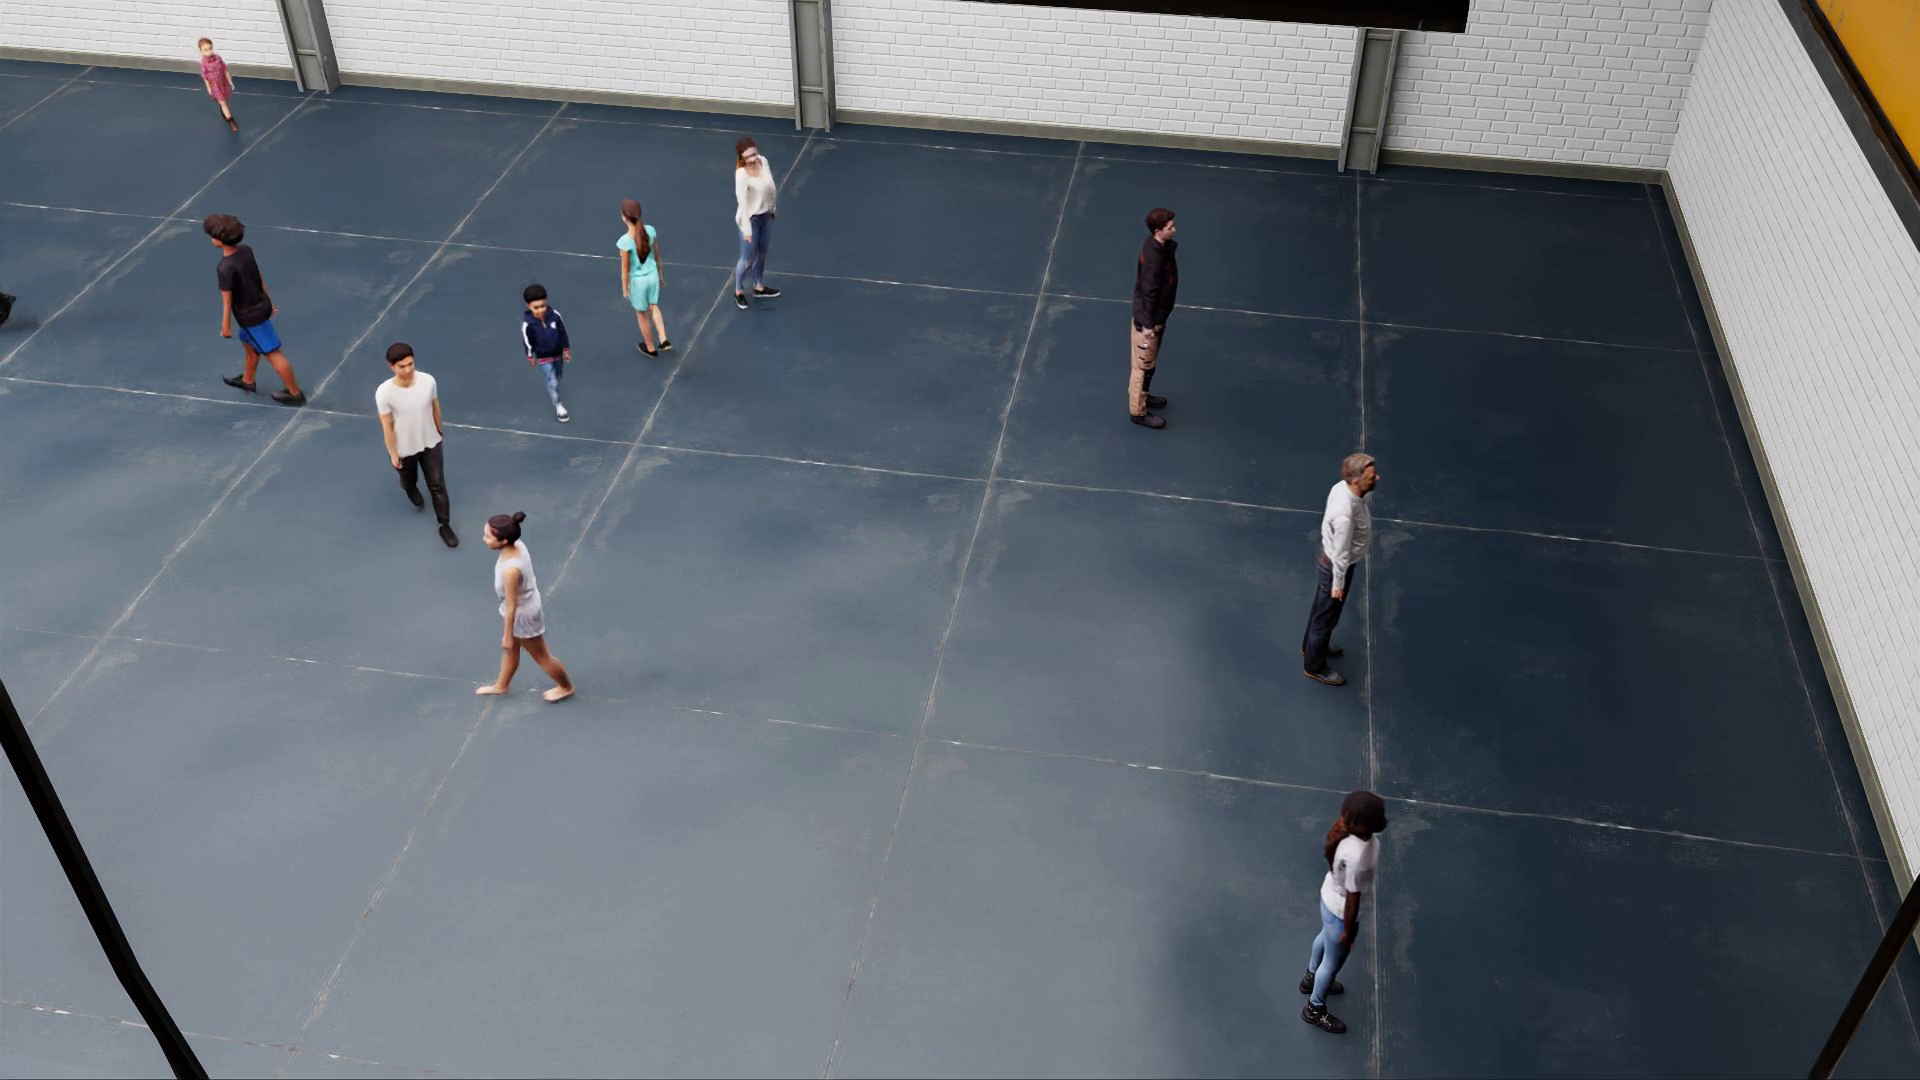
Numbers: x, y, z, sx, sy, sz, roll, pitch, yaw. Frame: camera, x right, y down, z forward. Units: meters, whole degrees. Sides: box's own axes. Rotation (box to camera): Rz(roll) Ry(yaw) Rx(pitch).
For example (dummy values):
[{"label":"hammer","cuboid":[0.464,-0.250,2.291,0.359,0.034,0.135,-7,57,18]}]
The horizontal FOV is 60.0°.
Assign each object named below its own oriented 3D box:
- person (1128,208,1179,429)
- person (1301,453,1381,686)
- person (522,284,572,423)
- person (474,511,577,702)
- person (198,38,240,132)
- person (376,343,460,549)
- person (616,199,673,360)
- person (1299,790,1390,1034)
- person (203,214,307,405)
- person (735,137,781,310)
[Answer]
[{"label":"person","cuboid":[1.574,-1.852,13.672,0.584,1.925,0.685,8,39,9]},{"label":"person","cuboid":[2.554,0.157,11.241,0.550,1.819,0.640,8,39,9]},{"label":"person","cuboid":[-3.463,-1.623,13.963,0.811,1.203,0.853,-21,43,-24]},{"label":"person","cuboid":[-2.839,0.471,11.031,0.995,1.591,0.811,-9,39,-11]},{"label":"person","cuboid":[-8.239,-5.096,18.464,0.685,1.014,0.781,-29,47,-31]},{"label":"person","cuboid":[-4.127,-0.776,12.507,1.058,1.697,1.082,-21,43,-24]},{"label":"person","cuboid":[-2.715,-2.235,14.447,0.724,1.556,0.790,-31,48,-33]},{"label":"person","cuboid":[2.083,1.985,9.033,0.509,1.719,0.576,8,39,9]},{"label":"person","cuboid":[-5.796,-1.879,13.828,0.984,1.772,0.679,4,39,5]},{"label":"person","cuboid":[-1.852,-2.938,15.232,0.743,1.676,0.759,10,40,12]}]
